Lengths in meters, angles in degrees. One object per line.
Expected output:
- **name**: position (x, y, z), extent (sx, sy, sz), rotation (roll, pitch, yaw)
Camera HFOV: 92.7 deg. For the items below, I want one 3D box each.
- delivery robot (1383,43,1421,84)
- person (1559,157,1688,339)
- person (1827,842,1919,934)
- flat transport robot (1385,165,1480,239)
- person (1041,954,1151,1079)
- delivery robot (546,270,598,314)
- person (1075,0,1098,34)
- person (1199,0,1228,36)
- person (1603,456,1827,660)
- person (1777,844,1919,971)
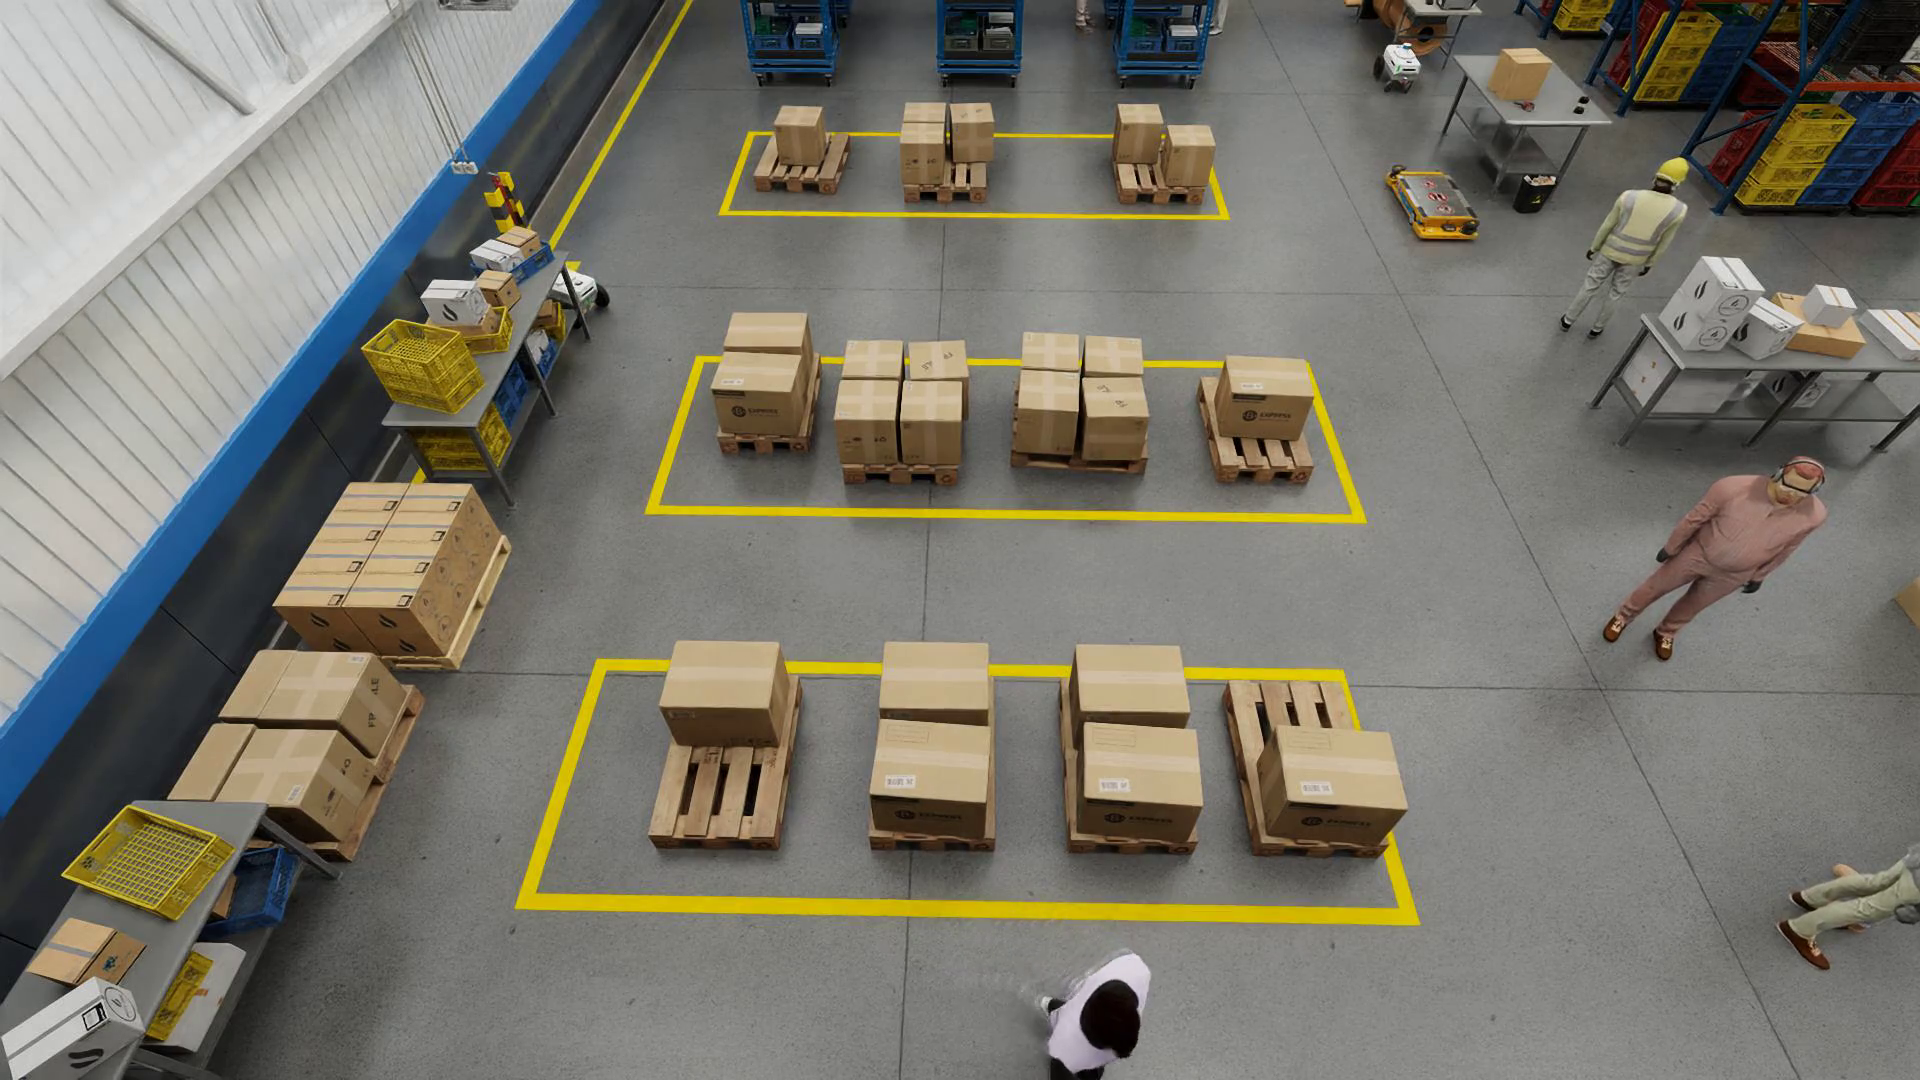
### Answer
- **delivery robot**: position (6.387, -6.916, 13.255), extent (0.477, 0.478, 0.707), rotation (2, 49, 1)
- **person**: position (6.468, -2.809, 8.927), extent (0.591, 1.823, 0.404), rotation (28, 55, 22)
- **person**: position (5.545, 1.662, 5.054), extent (0.621, 1.836, 0.431), rotation (-30, 55, -23)
- **flat transport robot**: position (5.692, -4.094, 11.059), extent (0.652, 0.197, 1.431), rotation (1, 49, 1)
- **person**: position (0.619, 2.364, 4.406), extent (0.640, 1.887, 0.539), rotation (-36, 58, -27)
- **delivery robot**: position (-4.159, -2.652, 9.565), extent (0.707, 0.478, 0.477), rotation (18, 52, 15)
- **person**: position (2.036, -8.965, 14.146), extent (0.383, 1.992, 0.609), rotation (17, 51, 14)
- **person**: position (4.070, -8.753, 14.192), extent (0.309, 1.640, 0.513), rotation (-15, 51, -13)
- **person**: position (5.216, 0.148, 6.313), extent (0.646, 1.907, 0.401), rotation (22, 53, 18)
- **person**: position (5.220, 1.815, 4.909), extent (0.526, 1.856, 0.372), rotation (-34, 57, -26)
